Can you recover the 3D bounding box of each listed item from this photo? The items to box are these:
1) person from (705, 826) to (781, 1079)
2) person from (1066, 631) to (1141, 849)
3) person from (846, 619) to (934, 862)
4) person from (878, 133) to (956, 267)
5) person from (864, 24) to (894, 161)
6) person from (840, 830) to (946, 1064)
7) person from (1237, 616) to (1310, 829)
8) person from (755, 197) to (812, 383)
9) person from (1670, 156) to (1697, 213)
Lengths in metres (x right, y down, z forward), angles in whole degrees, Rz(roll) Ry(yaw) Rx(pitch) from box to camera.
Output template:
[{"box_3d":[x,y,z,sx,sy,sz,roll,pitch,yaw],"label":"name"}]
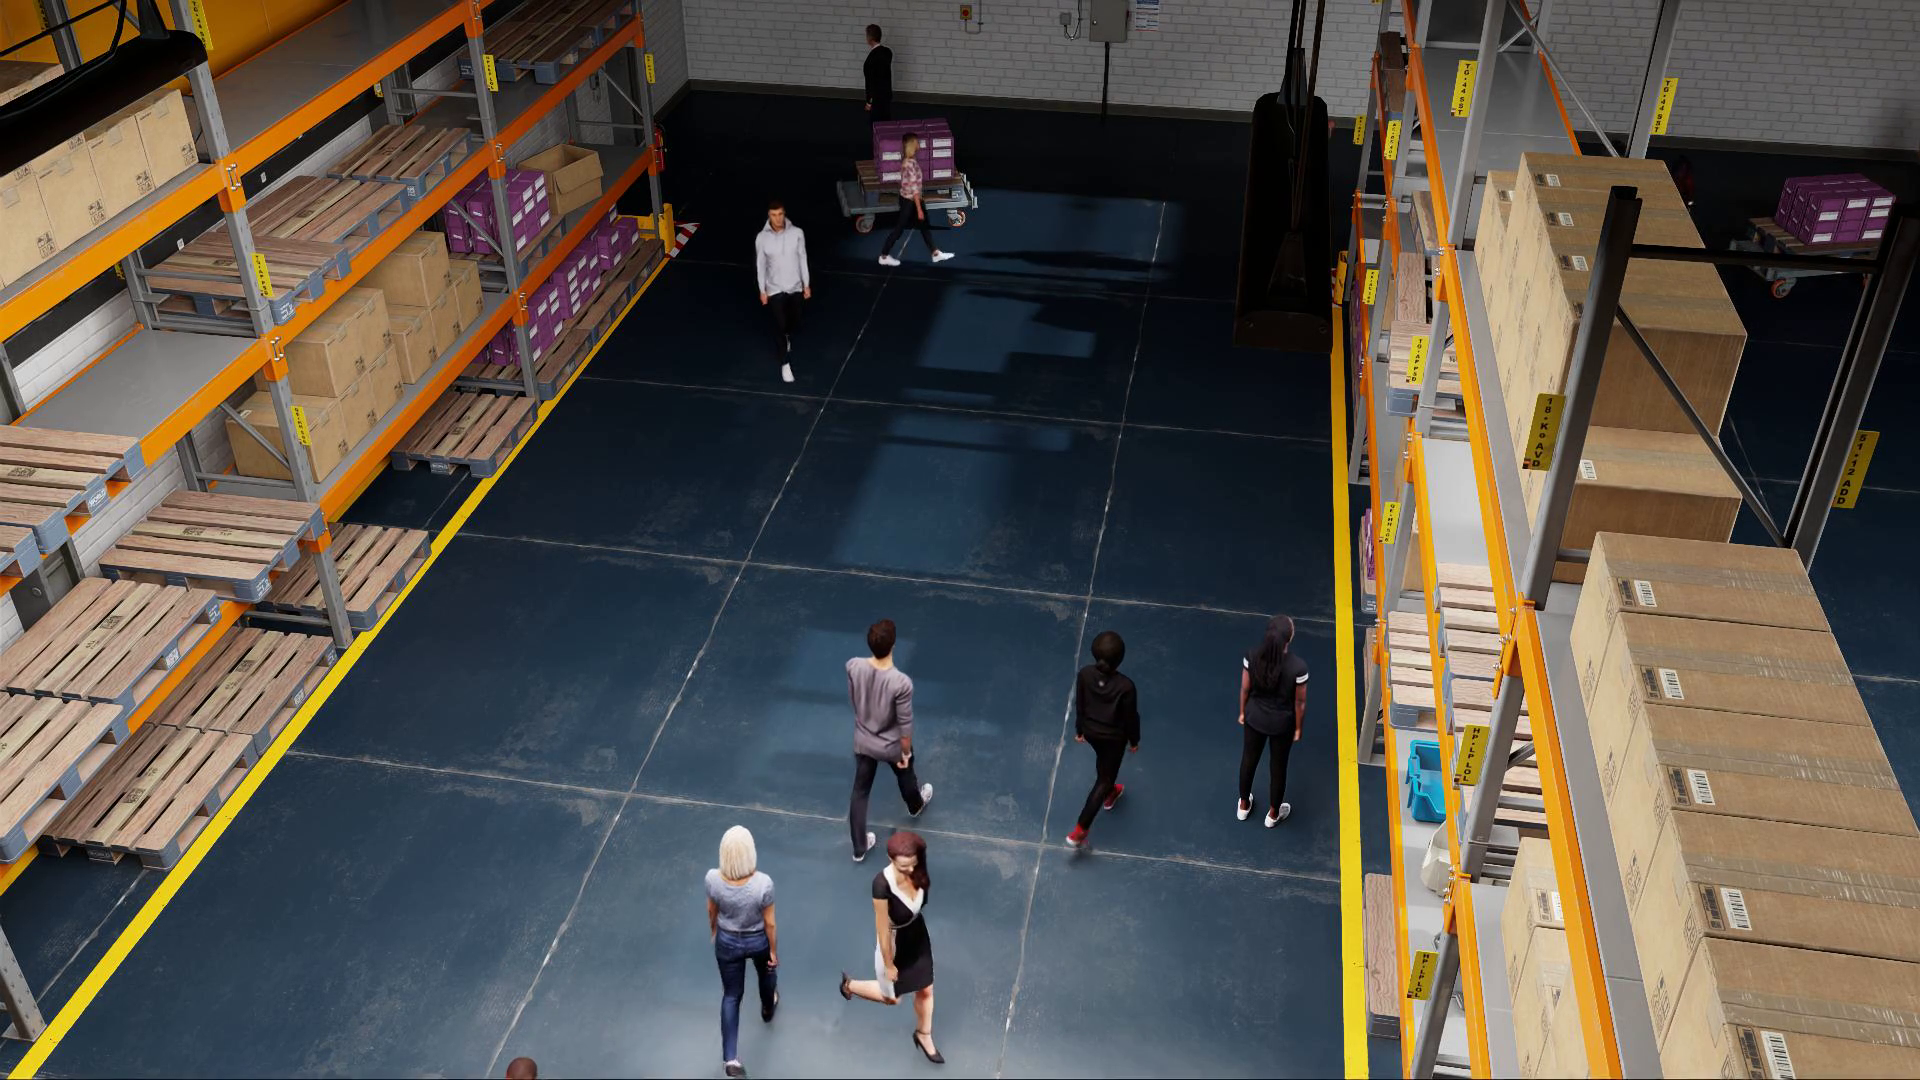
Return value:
[{"box_3d":[-1.266,2.383,9.623,0.624,1.696,1.058,3,34,4],"label":"person"},{"box_3d":[0.948,1.358,11.213,0.882,1.642,1.168,19,38,27],"label":"person"},{"box_3d":[-0.573,1.374,11.029,0.870,1.820,1.131,13,36,19],"label":"person"},{"box_3d":[-0.650,-3.862,19.118,0.831,1.586,1.122,-2,34,-3],"label":"person"},{"box_3d":[-1.071,-5.894,21.971,0.825,1.812,0.678,19,38,26],"label":"person"},{"box_3d":[-0.414,2.335,9.624,0.943,1.776,1.017,21,39,29],"label":"person"},{"box_3d":[2.115,1.225,11.336,0.681,1.728,0.676,16,37,23],"label":"person"},{"box_3d":[-1.812,-2.613,16.947,1.022,1.909,1.170,-12,35,-18],"label":"person"},{"box_3d":[7.904,-3.399,18.409,0.888,1.600,1.146,-8,34,-11],"label":"person"}]
